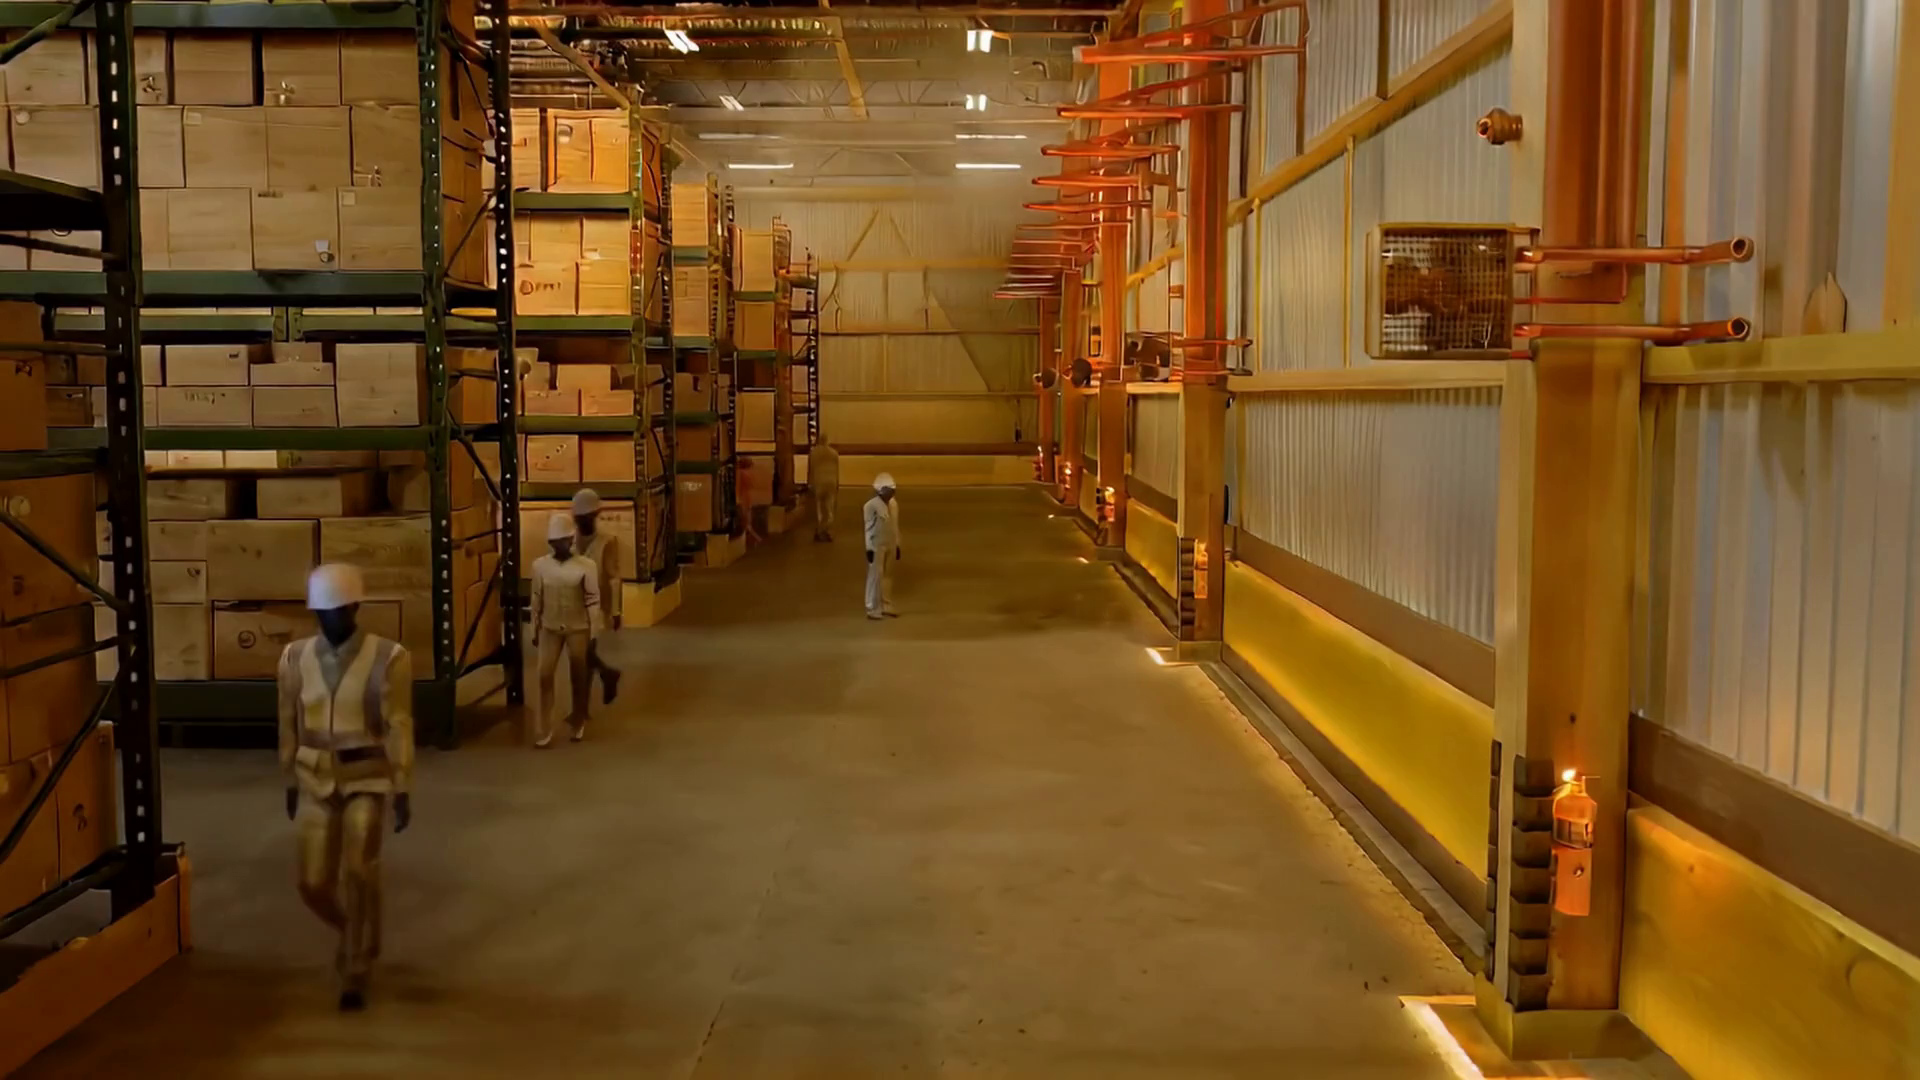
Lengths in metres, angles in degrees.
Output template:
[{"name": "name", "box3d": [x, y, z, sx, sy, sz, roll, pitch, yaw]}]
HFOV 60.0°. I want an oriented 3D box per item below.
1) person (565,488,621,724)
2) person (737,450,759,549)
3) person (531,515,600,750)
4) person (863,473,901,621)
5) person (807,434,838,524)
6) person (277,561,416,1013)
[{"name": "person", "box3d": [-3.006, 0.509, 13.640, 0.549, 1.907, 0.861, 1, 5, 16]}, {"name": "person", "box3d": [-3.622, -0.674, 28.485, 0.541, 1.721, 0.485, 4, 6, 38]}, {"name": "person", "box3d": [-2.958, 0.692, 12.394, 0.545, 1.736, 0.777, 0, 5, 1]}, {"name": "person", "box3d": [-0.889, 0.078, 19.574, 0.353, 1.742, 0.563, 4, 6, 40]}, {"name": "person", "box3d": [-2.862, -1.277, 34.582, 0.647, 1.882, 0.861, 0, 5, -2]}, {"name": "person", "box3d": [-2.646, 1.046, 7.181, 0.624, 1.930, 0.469, 0, 5, 1]}]
